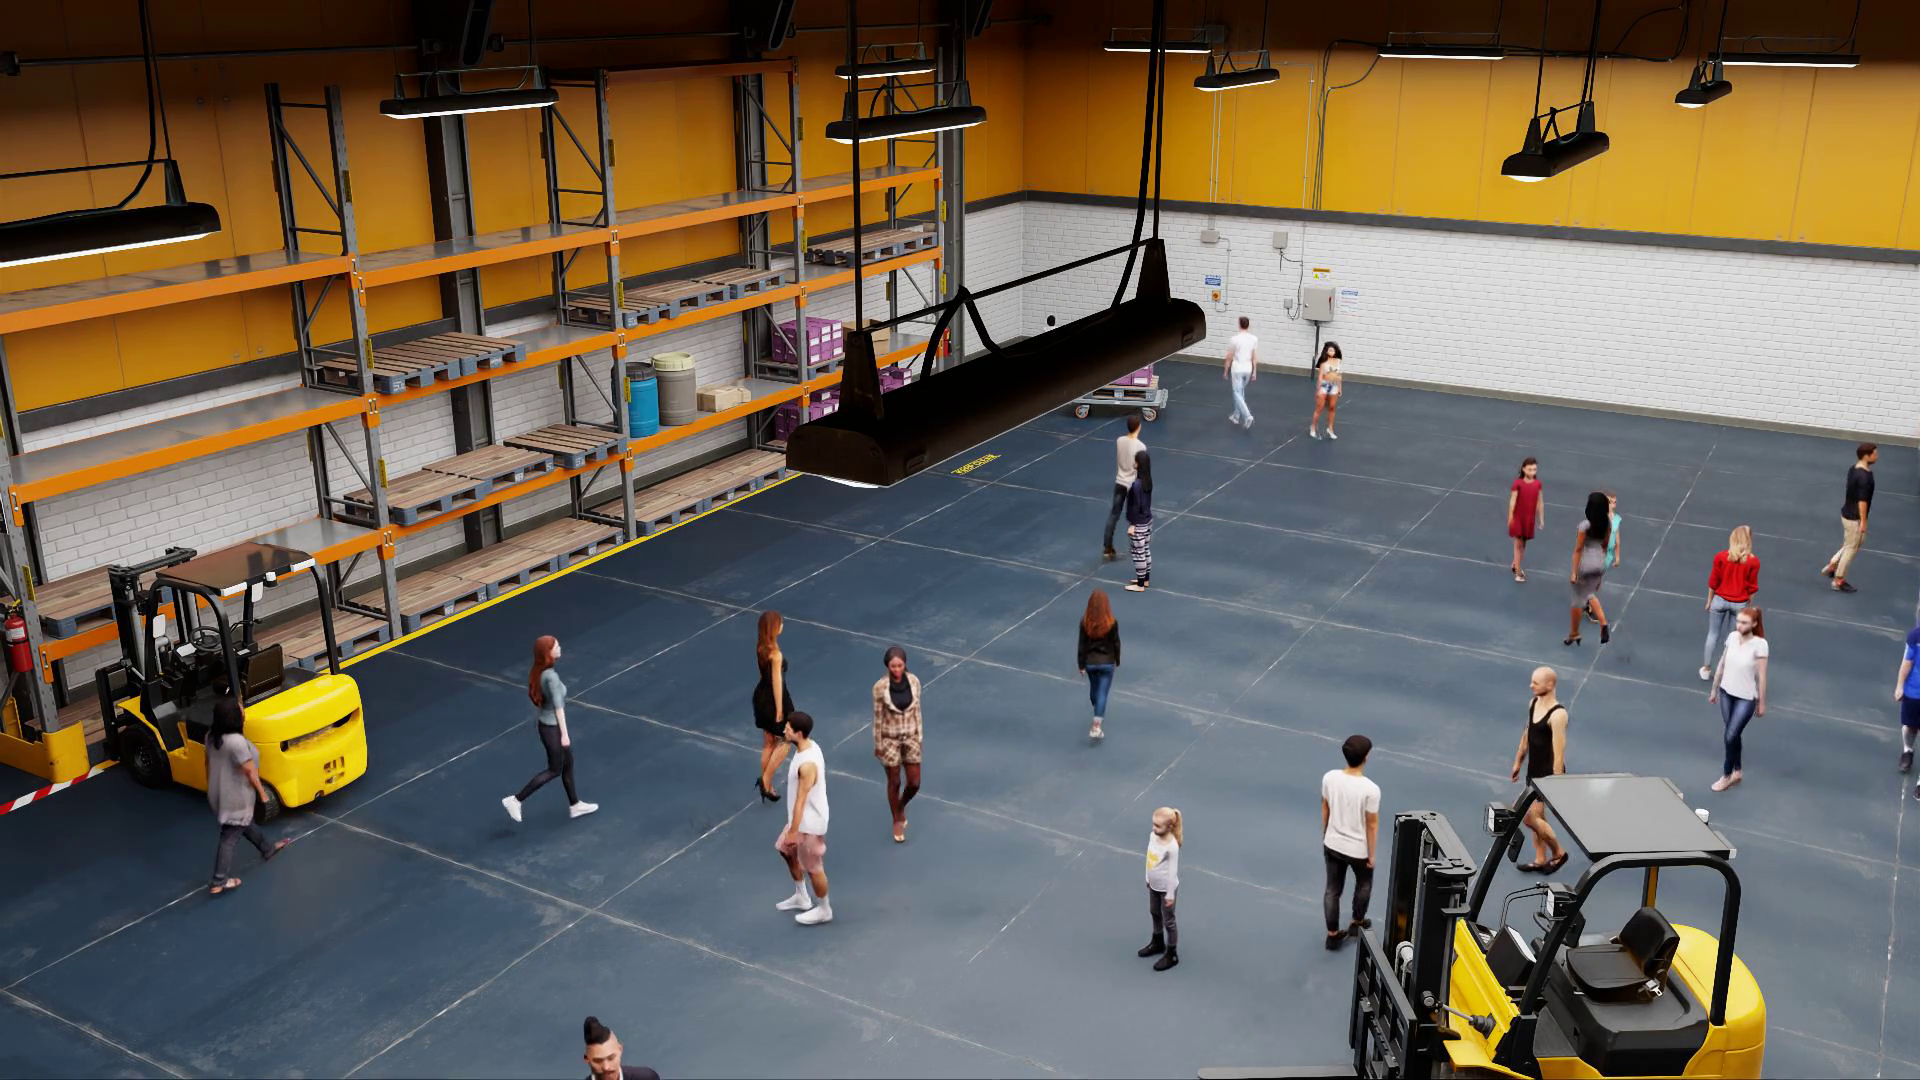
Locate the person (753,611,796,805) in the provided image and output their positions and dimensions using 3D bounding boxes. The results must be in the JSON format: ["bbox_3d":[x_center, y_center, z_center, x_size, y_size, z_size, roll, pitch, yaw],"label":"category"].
[{"bbox_3d":[-1.730,1.511,14.615,0.760,1.825,0.705,-13,23,-35],"label":"person"}]

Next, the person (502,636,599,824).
[{"bbox_3d":[-3.571,1.670,14.300,1.128,1.723,0.954,-10,21,-27],"label":"person"}]

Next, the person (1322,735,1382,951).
[{"bbox_3d":[2.877,2.293,12.474,0.712,1.709,0.787,14,23,36],"label":"person"}]

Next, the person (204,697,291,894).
[{"bbox_3d":[-5.909,2.071,13.358,0.691,1.564,1.055,13,22,33],"label":"person"}]

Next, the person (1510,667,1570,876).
[{"bbox_3d":[4.840,1.889,13.529,0.883,1.800,0.800,-3,19,-9],"label":"person"}]

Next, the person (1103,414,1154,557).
[{"bbox_3d":[2.069,-0.647,21.025,0.784,1.822,1.254,14,23,36],"label":"person"}]

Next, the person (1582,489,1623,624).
[{"bbox_3d":[7.318,0.142,19.111,0.733,1.549,0.800,-2,19,-7],"label":"person"}]

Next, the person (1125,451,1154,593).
[{"bbox_3d":[2.174,-0.236,19.942,0.657,1.734,0.438,11,21,29],"label":"person"}]

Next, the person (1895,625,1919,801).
[{"bbox_3d":[8.772,1.374,15.055,0.690,1.802,1.174,11,22,30],"label":"person"}]

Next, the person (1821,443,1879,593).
[{"bbox_3d":[10.607,-0.280,19.905,0.799,1.841,0.691,5,19,14],"label":"person"}]

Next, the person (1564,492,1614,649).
[{"bbox_3d":[6.921,0.365,18.100,0.880,1.771,0.929,-8,20,-23],"label":"person"}]

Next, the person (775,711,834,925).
[{"bbox_3d":[-1.089,2.148,12.805,0.856,1.772,0.787,-3,19,-9],"label":"person"}]

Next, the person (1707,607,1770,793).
[{"bbox_3d":[7.116,1.417,15.052,0.861,1.723,0.791,-8,20,-24],"label":"person"}]

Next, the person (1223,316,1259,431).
[{"bbox_3d":[4.628,-2.687,27.091,1.199,1.818,1.211,-6,20,-18],"label":"person"}]

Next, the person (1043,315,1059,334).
[{"bbox_3d":[1.666,-3.488,30.340,0.548,1.260,0.581,3,19,8],"label":"person"}]

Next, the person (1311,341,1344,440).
[{"bbox_3d":[5.863,-2.400,26.554,0.694,1.616,0.761,-9,21,-26],"label":"person"}]

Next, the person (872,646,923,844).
[{"bbox_3d":[-0.540,1.705,14.104,0.677,1.781,0.740,-5,19,-16],"label":"person"}]

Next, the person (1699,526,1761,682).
[{"bbox_3d":[8.005,0.672,17.304,0.649,1.698,0.561,7,20,21],"label":"person"}]

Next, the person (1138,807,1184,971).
[{"bbox_3d":[1.519,2.561,12.356,0.604,1.276,0.563,-10,21,-26],"label":"person"}]

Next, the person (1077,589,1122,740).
[{"bbox_3d":[1.349,1.216,16.075,0.705,1.451,1.036,5,19,15],"label":"person"}]

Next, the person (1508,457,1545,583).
[{"bbox_3d":[6.908,-0.296,20.441,0.815,1.530,0.924,-2,19,-7],"label":"person"}]

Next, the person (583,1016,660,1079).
[{"bbox_3d":[-1.848,3.364,8.934,0.982,1.937,1.028,-8,20,-23],"label":"person"}]
